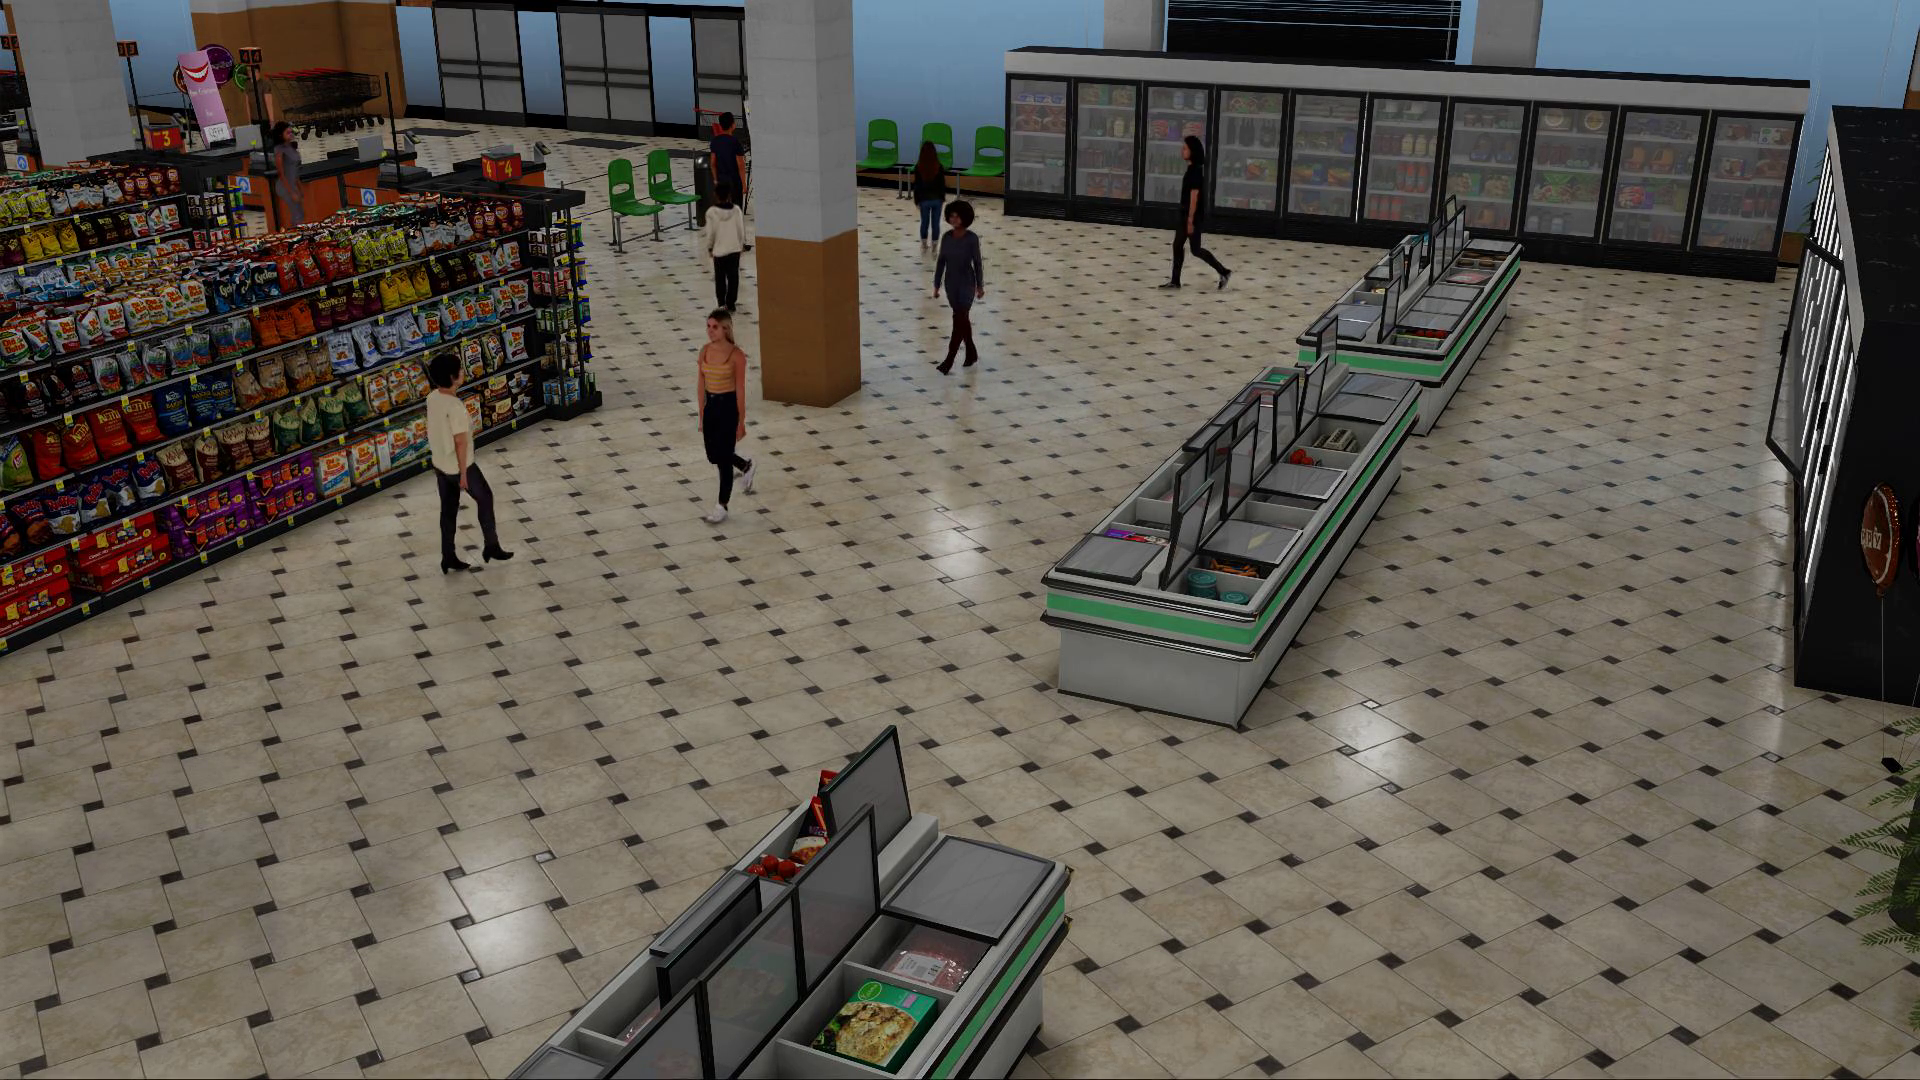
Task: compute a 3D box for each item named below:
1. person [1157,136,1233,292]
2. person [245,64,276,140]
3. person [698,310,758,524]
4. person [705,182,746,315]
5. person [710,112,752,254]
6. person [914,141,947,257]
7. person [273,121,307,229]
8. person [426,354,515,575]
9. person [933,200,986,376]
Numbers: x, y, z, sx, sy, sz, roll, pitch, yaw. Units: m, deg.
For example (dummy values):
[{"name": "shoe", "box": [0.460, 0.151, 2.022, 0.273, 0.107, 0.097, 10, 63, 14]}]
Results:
[{"name": "person", "box": [2.803, -3.776, 19.410, 1.012, 1.800, 1.133, -1, 22, -2]}, {"name": "person", "box": [-11.255, -6.794, 26.851, 0.665, 1.851, 0.561, 8, 23, 19]}, {"name": "person", "box": [-1.759, -0.962, 12.651, 0.611, 1.617, 0.898, 11, 25, 26]}, {"name": "person", "box": [-2.602, -3.231, 18.545, 0.707, 1.433, 0.753, -2, 22, -4]}, {"name": "person", "box": [-2.993, -4.630, 21.541, 0.640, 1.793, 0.520, 9, 24, 21]}, {"name": "person", "box": [-0.361, -4.349, 21.290, 0.781, 1.459, 0.958, 0, 22, 0]}, {"name": "person", "box": [-8.462, -4.329, 20.846, 0.776, 1.753, 0.670, -3, 22, -7]}, {"name": "person", "box": [-3.573, -0.499, 11.555, 0.694, 1.573, 0.794, 17, 27, 36]}, {"name": "person", "box": [0.045, -2.480, 16.346, 0.683, 1.678, 1.081, 12, 25, 28]}]
